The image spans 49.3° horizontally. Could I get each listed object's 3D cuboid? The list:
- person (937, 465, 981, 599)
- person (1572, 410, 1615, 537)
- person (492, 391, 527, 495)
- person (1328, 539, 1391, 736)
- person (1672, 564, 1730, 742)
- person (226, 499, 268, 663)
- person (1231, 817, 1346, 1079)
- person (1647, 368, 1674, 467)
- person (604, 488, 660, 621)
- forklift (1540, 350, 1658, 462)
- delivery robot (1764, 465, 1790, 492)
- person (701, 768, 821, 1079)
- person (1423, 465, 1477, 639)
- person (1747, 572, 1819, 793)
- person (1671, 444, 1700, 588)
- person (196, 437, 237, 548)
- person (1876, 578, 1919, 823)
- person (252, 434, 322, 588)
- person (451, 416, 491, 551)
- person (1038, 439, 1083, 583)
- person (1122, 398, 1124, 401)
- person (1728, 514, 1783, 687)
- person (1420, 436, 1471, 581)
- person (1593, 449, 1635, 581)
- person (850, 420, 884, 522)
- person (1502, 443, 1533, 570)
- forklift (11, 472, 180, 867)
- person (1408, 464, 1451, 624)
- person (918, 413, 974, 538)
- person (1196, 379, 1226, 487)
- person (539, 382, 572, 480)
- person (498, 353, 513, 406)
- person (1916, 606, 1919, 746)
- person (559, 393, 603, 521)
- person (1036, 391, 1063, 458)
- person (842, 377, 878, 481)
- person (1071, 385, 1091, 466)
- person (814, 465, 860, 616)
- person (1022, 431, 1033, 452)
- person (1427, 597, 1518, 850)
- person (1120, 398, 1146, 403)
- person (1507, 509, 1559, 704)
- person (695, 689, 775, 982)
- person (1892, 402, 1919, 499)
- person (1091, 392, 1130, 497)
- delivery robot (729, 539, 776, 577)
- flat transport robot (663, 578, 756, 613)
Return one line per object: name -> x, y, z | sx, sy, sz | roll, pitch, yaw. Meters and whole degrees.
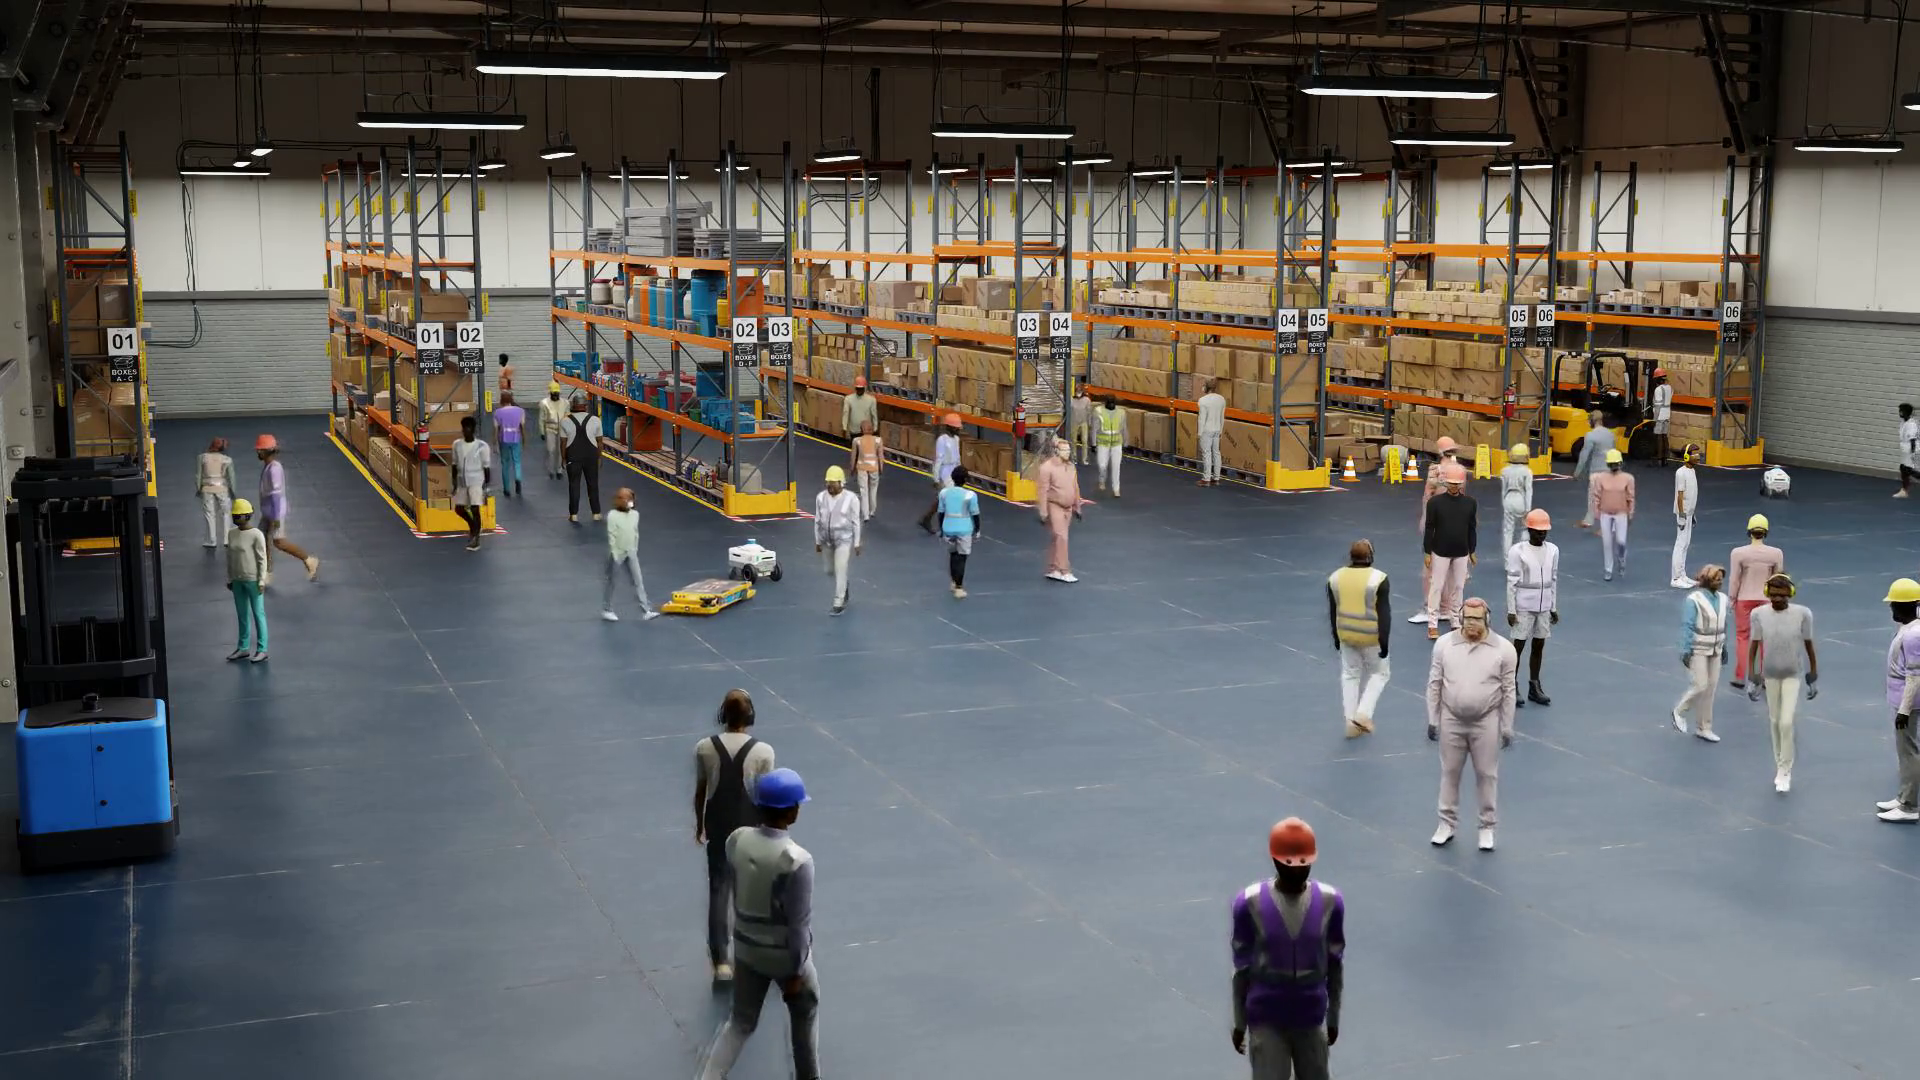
person -> 0.021, -0.112, 26.475 | 0.548, 1.675, 0.653 | 4, 9, 24
person -> 9.618, -1.024, 31.837 | 0.633, 1.895, 0.924 | -8, 12, -42
person -> -7.833, -1.685, 36.466 | 0.585, 1.821, 0.622 | -3, 9, -17
person -> 3.679, 0.899, 19.184 | 0.637, 1.831, 0.448 | 7, 11, 40
person -> 6.776, 1.020, 19.056 | 0.536, 1.625, 0.387 | -5, 10, -28
person -> -7.689, 0.430, 22.547 | 0.523, 1.769, 0.323 | 4, 10, 27
person -> 1.558, 2.231, 10.043 | 0.551, 1.922, 0.651 | 0, 9, -3
person -> 13.647, -2.392, 40.832 | 0.543, 1.928, 0.372 | -8, 12, -44
person -> -3.941, 0.189, 24.748 | 0.856, 1.591, 0.518 | 8, 12, 43
forklift -> 12.897, -2.725, 42.309 | 2.313, 2.155, 1.214 | -3, 9, -21
delivery robot -> 14.166, -1.055, 36.305 | 0.477, 0.478, 0.707 | 2, 9, 14
person -> -1.023, 2.123, 10.810 | 0.596, 1.909, 0.926 | 6, 10, 34
person -> 5.574, 0.134, 23.774 | 0.623, 1.990, 0.392 | -1, 9, -8
person -> 6.812, 1.171, 17.385 | 0.543, 1.826, 0.732 | 6, 10, 33
person -> 9.459, -0.321, 27.232 | 0.328, 1.867, 0.513 | 6, 10, 34
person -> -10.821, -0.685, 30.480 | 0.591, 1.616, 0.427 | -1, 9, -9
person -> 7.444, 1.256, 16.519 | 0.381, 1.923, 0.591 | 4, 9, 25
person -> -8.833, -0.385, 27.191 | 0.892, 2.016, 0.612 | -4, 10, -27
person -> -7.084, -0.836, 30.368 | 0.638, 1.949, 0.474 | 3, 9, 18
person -> 1.415, -0.375, 27.512 | 0.785, 1.881, 0.673 | 7, 11, 40
person -> 3.803, -3.593, 48.917 | 0.606, 1.905, 0.700 | -5, 10, -31
person -> 8.081, 0.617, 21.310 | 0.533, 1.767, 0.326 | 1, 9, 6
person -> 6.352, -0.371, 27.288 | 0.621, 1.960, 0.970 | -5, 10, -31
person -> 8.637, -0.334, 27.701 | 0.521, 1.752, 0.372 | 4, 9, 24
person -> -1.487, -1.111, 33.379 | 0.533, 1.586, 0.900 | -1, 9, -6
person -> 7.655, -0.462, 28.605 | 0.621, 1.719, 0.511 | -8, 11, -42
forklift -> -6.630, 0.886, 15.957 | 1.129, 2.768, 1.873 | -3, 9, -21
person -> 5.584, 0.045, 24.709 | 0.529, 1.893, 0.677 | 1, 9, 5
person -> -0.222, -0.988, 31.582 | 0.960, 1.899, 0.571 | 4, 10, 27
person -> 4.512, -1.944, 37.804 | 0.635, 1.939, 0.359 | -7, 11, -39
person -> -7.418, -2.007, 38.653 | 0.608, 1.805, 0.724 | -4, 9, -25
person -> -10.724, -3.599, 49.707 | 0.541, 1.682, 0.537 | -5, 10, -31
person -> 8.130, 1.164, 17.277 | 0.668, 1.876, 0.472 | 0, 9, 3
person -> -6.044, -1.312, 33.395 | 0.683, 2.000, 0.536 | -2, 9, -12
person -> 1.687, -2.271, 40.256 | 0.582, 1.863, 0.799 | -2, 9, -10
person -> -1.836, -2.009, 38.254 | 0.617, 1.938, 1.032 | 1, 9, 8
person -> 2.321, -2.234, 40.917 | 0.520, 1.579, 0.786 | -1, 9, -6
person -> -1.467, -0.023, 25.450 | 0.601, 1.813, 0.714 | 4, 9, 24
person -> 1.271, -2.370, 40.435 | 0.670, 2.002, 0.526 | 0, 9, 0
person -> 3.844, 1.373, 15.804 | 0.648, 1.907, 0.406 | 4, 9, 22
person -> 3.877, -3.202, 46.700 | 0.614, 1.781, 0.917 | -3, 9, -20
person -> 5.626, 0.651, 20.514 | 0.552, 1.935, 0.374 | -3, 9, -17
person -> -1.422, 1.828, 13.141 | 0.531, 1.807, 0.958 | 0, 9, 2
person -> 16.389, -1.534, 35.990 | 0.569, 1.671, 0.540 | 2, 9, 10
person -> 2.611, -1.662, 36.302 | 0.696, 1.824, 0.472 | -1, 9, -7
delivery robot -> -2.753, 0.228, 27.750 | 0.477, 0.478, 0.707 | -7, 11, -39
flat transport robot -> -3.097, 0.685, 25.957 | 0.652, 0.197, 1.431 | 2, 9, 16
